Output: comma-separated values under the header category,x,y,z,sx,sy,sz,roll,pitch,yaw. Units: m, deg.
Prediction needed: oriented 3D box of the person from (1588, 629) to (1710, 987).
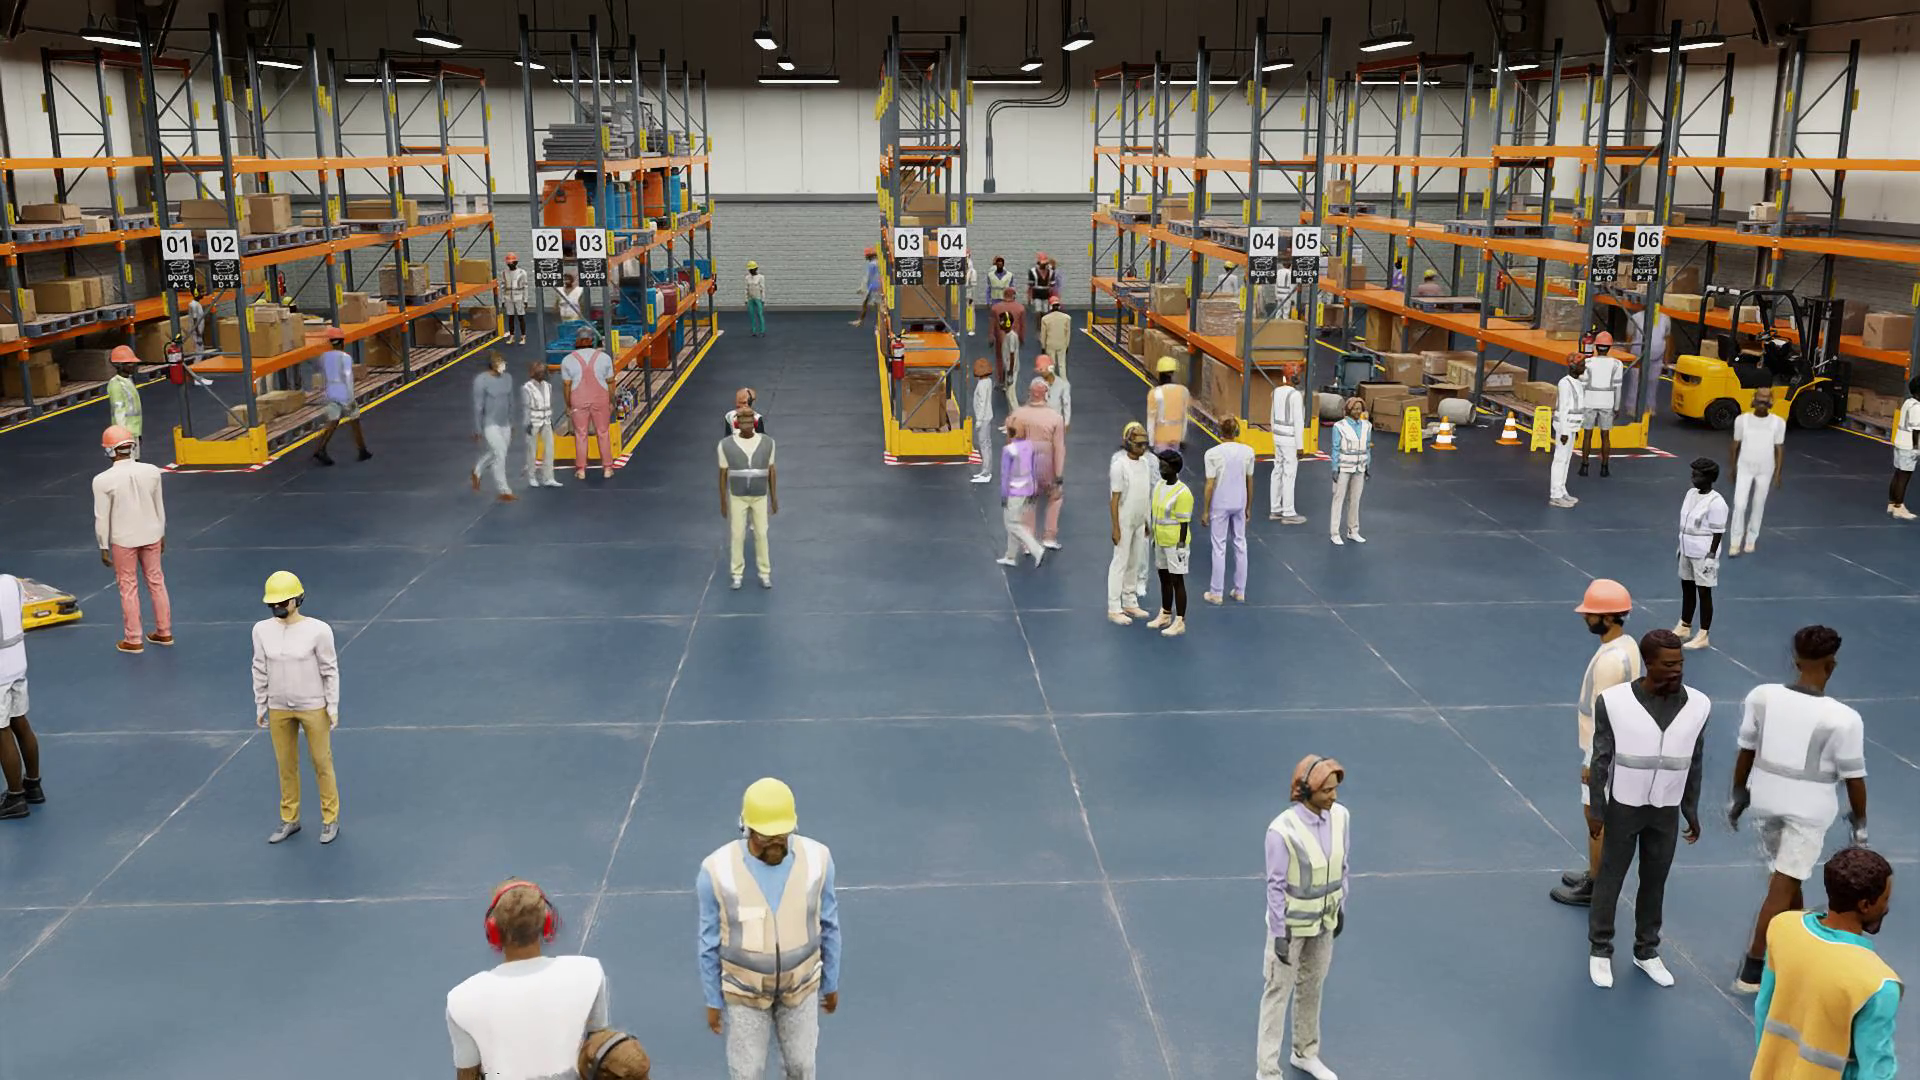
category,x,y,z,sx,sy,sz,roll,pitch,yaw
person,3.560,1.383,8.666,0.591,1.921,0.390,0,13,-2

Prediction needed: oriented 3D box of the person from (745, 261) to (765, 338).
category,x,y,z,sx,sy,sz,roll,pitch,yaw
person,-4.748,-5.562,38.450,0.533,1.755,0.339,6,15,24

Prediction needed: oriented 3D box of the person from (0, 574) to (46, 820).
category,x,y,z,sx,sy,sz,roll,pitch,yaw
person,-6.287,0.865,10.826,0.362,1.934,0.551,-1,13,-3

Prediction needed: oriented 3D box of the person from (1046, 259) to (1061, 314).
category,x,y,z,sx,sy,sz,roll,pitch,yaw
person,2.210,-6.154,41.285,0.520,1.605,0.763,6,14,23

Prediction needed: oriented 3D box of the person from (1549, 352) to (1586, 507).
category,x,y,z,sx,sy,sz,roll,pitch,yaw
person,7.444,-1.355,20.345,0.354,1.883,0.572,8,16,32

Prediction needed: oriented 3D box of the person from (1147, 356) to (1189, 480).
category,x,y,z,sx,sy,sz,roll,pitch,yaw
person,2.448,-1.214,19.691,0.590,1.914,0.460,-6,15,-25

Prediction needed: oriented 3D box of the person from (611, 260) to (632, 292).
category,x,y,z,sx,sy,sz,roll,pitch,yaw
person,-8.518,-6.502,42.014,0.622,1.960,0.997,4,14,16

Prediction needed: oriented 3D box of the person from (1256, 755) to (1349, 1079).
category,x,y,z,sx,sy,sz,roll,pitch,yaw
person,1.583,1.768,7.656,0.515,1.637,0.314,-9,16,-34

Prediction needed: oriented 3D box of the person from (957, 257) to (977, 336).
category,x,y,z,sx,sy,sz,roll,pitch,yaw
person,0.150,-5.677,38.644,0.595,1.897,0.526,8,15,31

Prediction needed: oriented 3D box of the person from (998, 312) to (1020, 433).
category,x,y,z,sx,sy,sz,roll,pitch,yaw
person,0.752,-2.570,25.561,0.328,1.861,0.503,-2,13,-9

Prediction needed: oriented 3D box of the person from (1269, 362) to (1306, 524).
category,x,y,z,sx,sy,sz,roll,pitch,yaw
person,3.834,-1.135,19.415,0.354,1.883,0.573,-5,14,-20

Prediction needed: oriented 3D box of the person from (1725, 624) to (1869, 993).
category,x,y,z,sx,sy,sz,roll,pitch,yaw
person,4.453,1.378,8.716,1.016,1.897,0.644,-8,15,-31

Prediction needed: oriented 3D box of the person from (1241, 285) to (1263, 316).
category,x,y,z,sx,sy,sz,roll,pitch,yaw
person,6.394,-5.069,36.617,0.507,1.632,0.277,2,13,7

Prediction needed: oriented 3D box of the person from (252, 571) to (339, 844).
category,x,y,z,sx,sy,sz,roll,pitch,yaw
person,-4.154,1.050,10.409,0.534,1.767,0.317,1,13,2

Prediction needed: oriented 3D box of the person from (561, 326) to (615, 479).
category,x,y,z,sx,sy,sz,roll,pitch,yaw
person,-4.919,-1.834,22.037,0.674,2.000,0.535,-4,14,-15

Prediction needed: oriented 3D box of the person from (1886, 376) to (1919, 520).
category,x,y,z,sx,sy,sz,roll,pitch,yaw
person,11.237,-1.102,19.672,0.320,1.695,0.538,4,14,17

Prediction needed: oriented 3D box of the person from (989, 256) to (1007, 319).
category,x,y,z,sx,sy,sz,roll,pitch,yaw
person,0.965,-6.432,42.415,0.508,1.623,0.292,-9,16,-33

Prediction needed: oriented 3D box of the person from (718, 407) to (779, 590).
category,x,y,z,sx,sy,sz,roll,pitch,yaw
person,-2.092,-0.423,16.492,0.579,1.842,0.382,-4,14,-17

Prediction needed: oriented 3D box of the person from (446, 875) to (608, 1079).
category,x,y,z,sx,sy,sz,roll,pitch,yaw
person,-1.538,2.080,6.020,0.566,1.784,1.044,-5,14,-19

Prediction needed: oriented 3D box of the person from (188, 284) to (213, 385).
category,x,y,z,sx,sy,sz,roll,pitch,yaw
person,-14.060,-3.794,30.743,0.330,1.861,0.506,-5,14,-20

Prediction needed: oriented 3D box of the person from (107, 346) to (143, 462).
category,x,y,z,sx,sy,sz,roll,pitch,yaw
person,-9.808,-1.276,19.667,0.379,2.045,0.605,-3,14,-14

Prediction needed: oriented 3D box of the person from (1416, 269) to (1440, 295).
category,x,y,z,sx,sy,sz,roll,pitch,yaw
person,10.191,-5.033,36.253,0.520,1.724,0.866,-3,14,-12

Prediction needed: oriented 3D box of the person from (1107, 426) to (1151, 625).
category,x,y,z,sx,sy,sz,roll,pitch,yaw
person,1.569,-0.147,15.312,0.324,1.842,0.516,12,18,41

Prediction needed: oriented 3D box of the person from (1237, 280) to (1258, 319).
category,x,y,z,sx,sy,sz,roll,pitch,yaw
person,5.790,-4.486,33.697,0.592,1.839,0.615,-10,16,-35

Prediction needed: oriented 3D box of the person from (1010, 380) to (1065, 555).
category,x,y,z,sx,sy,sz,roll,pitch,yaw
person,0.869,-0.790,17.922,0.663,1.888,0.578,6,14,23

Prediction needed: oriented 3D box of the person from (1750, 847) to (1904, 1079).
category,x,y,z,sx,sy,sz,roll,pitch,yaw
person,3.087,2.013,6.004,0.393,1.919,0.590,-3,14,-12

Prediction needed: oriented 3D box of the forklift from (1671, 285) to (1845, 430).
category,x,y,z,sx,sy,sz,roll,pitch,yaw
forklift,12.503,-2.886,26.166,2.313,2.155,1.214,-1,13,-3

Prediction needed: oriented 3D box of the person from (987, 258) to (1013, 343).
category,x,y,z,sx,sy,sz,roll,pitch,yaw
person,0.896,-5.364,37.257,0.596,1.915,0.372,1,13,5

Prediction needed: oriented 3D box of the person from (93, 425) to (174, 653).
category,x,y,z,sx,sy,sz,roll,pitch,yaw
person,-7.193,-0.012,14.450,0.402,1.986,0.605,10,16,36

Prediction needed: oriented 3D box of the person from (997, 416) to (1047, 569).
category,x,y,z,sx,sy,sz,roll,pitch,yaw
person,0.639,-0.480,17.205,0.642,1.618,0.521,10,17,36

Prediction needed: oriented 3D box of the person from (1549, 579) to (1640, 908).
category,x,y,z,sx,sy,sz,roll,pitch,yaw
person,3.678,1.169,9.580,0.388,1.925,0.547,7,15,29

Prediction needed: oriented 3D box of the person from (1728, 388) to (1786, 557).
category,x,y,z,sx,sy,sz,roll,pitch,yaw
person,8.478,-0.704,17.726,0.528,1.806,0.870,7,15,26

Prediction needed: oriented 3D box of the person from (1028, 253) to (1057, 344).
category,x,y,z,sx,sy,sz,roll,pitch,yaw
person,1.854,-5.421,37.292,0.627,2.008,0.708,-4,14,-16

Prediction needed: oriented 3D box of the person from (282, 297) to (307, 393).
category,x,y,z,sx,sy,sz,roll,pitch,yaw
person,-11.810,-3.423,29.408,0.295,1.744,0.486,8,15,30

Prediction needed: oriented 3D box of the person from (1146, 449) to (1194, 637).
category,x,y,z,sx,sy,sz,roll,pitch,yaw
person,1.892,0.017,14.950,0.319,1.694,0.533,-6,15,-24

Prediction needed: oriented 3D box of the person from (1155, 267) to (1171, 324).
category,x,y,z,sx,sy,sz,roll,pitch,yaw
person,4.631,-5.475,38.328,0.520,1.636,0.312,11,17,38

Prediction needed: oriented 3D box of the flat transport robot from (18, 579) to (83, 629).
category,x,y,z,sx,sy,sz,roll,pitch,yaw
flat transport robot,-8.877,0.584,15.585,1.431,0.197,0.652,11,17,39

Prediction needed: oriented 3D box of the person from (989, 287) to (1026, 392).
category,x,y,z,sx,sy,sz,roll,pitch,yaw
person,0.872,-3.642,30.103,0.655,1.846,1.016,2,13,9

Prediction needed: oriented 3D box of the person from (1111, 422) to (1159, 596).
category,x,y,z,sx,sy,sz,roll,pitch,yaw
person,1.732,-0.361,16.527,0.478,1.700,0.825,1,13,6

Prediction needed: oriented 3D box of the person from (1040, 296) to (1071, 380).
category,x,y,z,sx,sy,sz,roll,pitch,yaw
person,1.690,-3.464,29.606,0.550,1.734,0.383,-3,14,-12

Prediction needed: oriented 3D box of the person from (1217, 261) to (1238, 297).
category,x,y,z,sx,sy,sz,roll,pitch,yaw
person,6.188,-5.562,38.416,0.523,1.769,0.322,10,17,37

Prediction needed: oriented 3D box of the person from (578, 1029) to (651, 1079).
category,x,y,z,sx,sy,sz,roll,pitch,yaw
person,-1.071,2.293,5.044,0.490,1.816,0.509,7,15,27

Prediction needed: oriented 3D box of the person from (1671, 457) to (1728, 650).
category,x,y,z,sx,sy,sz,roll,pitch,yaw
person,6.445,0.113,14.531,0.318,1.695,0.534,-2,13,-10

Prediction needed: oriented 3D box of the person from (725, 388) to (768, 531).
category,x,y,z,sx,sy,sz,roll,pitch,yaw
person,-2.446,-0.917,19.014,0.523,1.638,0.310,7,15,26

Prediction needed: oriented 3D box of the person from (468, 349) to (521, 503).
category,x,y,z,sx,sy,sz,roll,pitch,yaw
person,-5.841,-1.429,20.628,0.835,1.912,0.641,7,15,28

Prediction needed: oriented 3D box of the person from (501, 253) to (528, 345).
category,x,y,z,sx,sy,sz,roll,pitch,yaw
person,-9.872,-5.326,36.823,0.616,2.041,0.378,2,13,8

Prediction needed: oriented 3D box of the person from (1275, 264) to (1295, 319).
category,x,y,z,sx,sy,sz,roll,pitch,yaw
person,7.448,-5.555,38.152,0.359,1.880,0.575,-8,16,-32

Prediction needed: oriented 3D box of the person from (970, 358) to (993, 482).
category,x,y,z,sx,sy,sz,roll,pitch,yaw
person,0.293,-1.571,21.794,0.286,1.633,0.499,2,13,9

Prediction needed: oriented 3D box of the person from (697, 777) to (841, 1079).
category,x,y,z,sx,sy,sz,roll,pitch,yaw
person,-0.781,1.844,6.939,0.596,1.823,0.403,-4,14,-16

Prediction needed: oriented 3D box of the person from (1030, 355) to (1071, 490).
category,x,y,z,sx,sy,sz,roll,pitch,yaw
person,1.152,-1.501,21.315,0.542,1.717,0.563,1,13,4

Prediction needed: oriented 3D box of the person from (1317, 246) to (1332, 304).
category,x,y,z,sx,sy,sz,roll,pitch,yaw
person,9.425,-6.683,43.047,0.586,1.823,0.403,0,13,0

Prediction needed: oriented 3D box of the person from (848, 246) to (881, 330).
category,x,y,z,sx,sy,sz,roll,pitch,yaw
person,-2.235,-6.038,39.942,1.034,1.982,0.608,0,13,0

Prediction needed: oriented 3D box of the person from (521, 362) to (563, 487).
category,x,y,z,sx,sy,sz,roll,pitch,yaw
person,-5.435,-1.471,21.409,0.489,1.617,0.606,8,16,32

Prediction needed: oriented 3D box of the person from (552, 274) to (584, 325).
category,x,y,z,sx,sy,sz,roll,pitch,yaw
person,-8.035,-4.580,34.208,0.588,1.795,0.996,2,13,7

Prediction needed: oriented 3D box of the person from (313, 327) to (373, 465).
category,x,y,z,sx,sy,sz,roll,pitch,yaw
person,-8.637,-1.987,23.022,0.572,1.897,0.876,5,14,19

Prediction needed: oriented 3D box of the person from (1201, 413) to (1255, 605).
category,x,y,z,sx,sy,sz,roll,pitch,yaw
person,2.557,-0.293,15.938,0.507,1.842,0.351,-3,14,-13

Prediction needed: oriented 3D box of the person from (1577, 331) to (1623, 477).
category,x,y,z,sx,sy,sz,roll,pitch,yaw
person,8.497,-1.808,22.150,0.550,1.935,0.375,4,14,15

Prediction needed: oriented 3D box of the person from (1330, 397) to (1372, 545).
category,x,y,z,sx,sy,sz,roll,pitch,yaw
person,4.314,-0.769,18.384,0.515,1.641,0.308,-6,15,-24

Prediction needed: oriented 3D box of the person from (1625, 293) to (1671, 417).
category,x,y,z,sx,sy,sz,roll,pitch,yaw
person,11.182,-3.016,27.042,0.687,2.000,0.536,2,13,9
